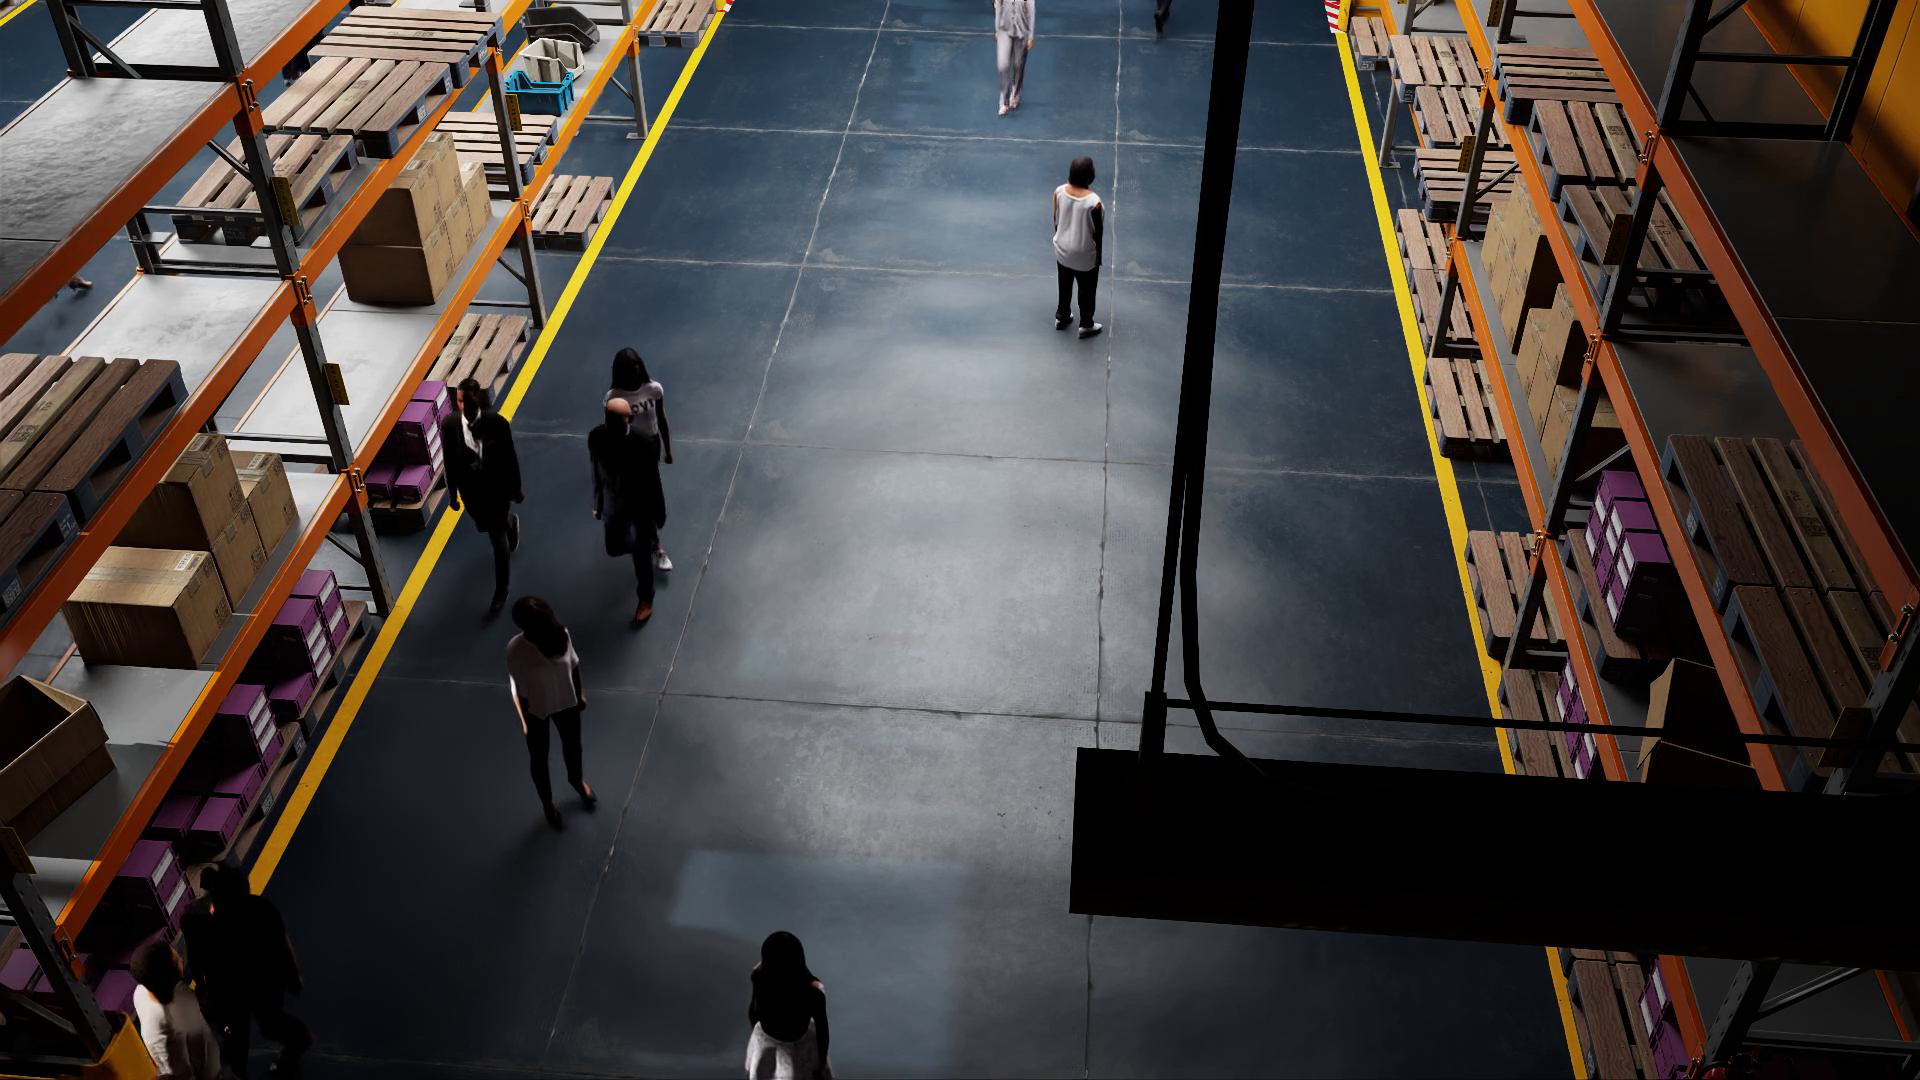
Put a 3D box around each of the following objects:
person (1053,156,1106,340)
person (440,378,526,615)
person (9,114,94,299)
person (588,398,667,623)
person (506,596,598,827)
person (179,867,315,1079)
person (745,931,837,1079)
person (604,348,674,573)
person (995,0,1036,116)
[{"bbox_3d":[1.058,-2.611,14.743,0.766,1.687,0.797,28,46,30],"label":"person"},{"bbox_3d":[-3.383,-0.412,11.919,0.656,1.775,1.102,2,39,3],"label":"person"},{"bbox_3d":[-8.299,-2.972,15.108,0.747,1.795,0.920,9,39,11],"label":"person"},{"bbox_3d":[-2.319,-0.292,11.759,0.774,1.786,0.927,8,39,10],"label":"person"},{"bbox_3d":[-2.511,1.010,10.126,0.677,1.790,0.751,-32,48,-33],"label":"person"},{"bbox_3d":[-3.655,2.262,8.629,0.790,1.703,0.908,3,39,4],"label":"person"},{"bbox_3d":[-0.834,2.531,8.235,0.739,1.774,0.752,16,41,19],"label":"person"},{"bbox_3d":[-2.399,-0.692,12.303,1.057,1.733,1.231,-20,43,-24],"label":"person"},{"bbox_3d":[0.632,-5.676,18.525,0.675,1.756,0.792,8,39,10],"label":"person"}]
